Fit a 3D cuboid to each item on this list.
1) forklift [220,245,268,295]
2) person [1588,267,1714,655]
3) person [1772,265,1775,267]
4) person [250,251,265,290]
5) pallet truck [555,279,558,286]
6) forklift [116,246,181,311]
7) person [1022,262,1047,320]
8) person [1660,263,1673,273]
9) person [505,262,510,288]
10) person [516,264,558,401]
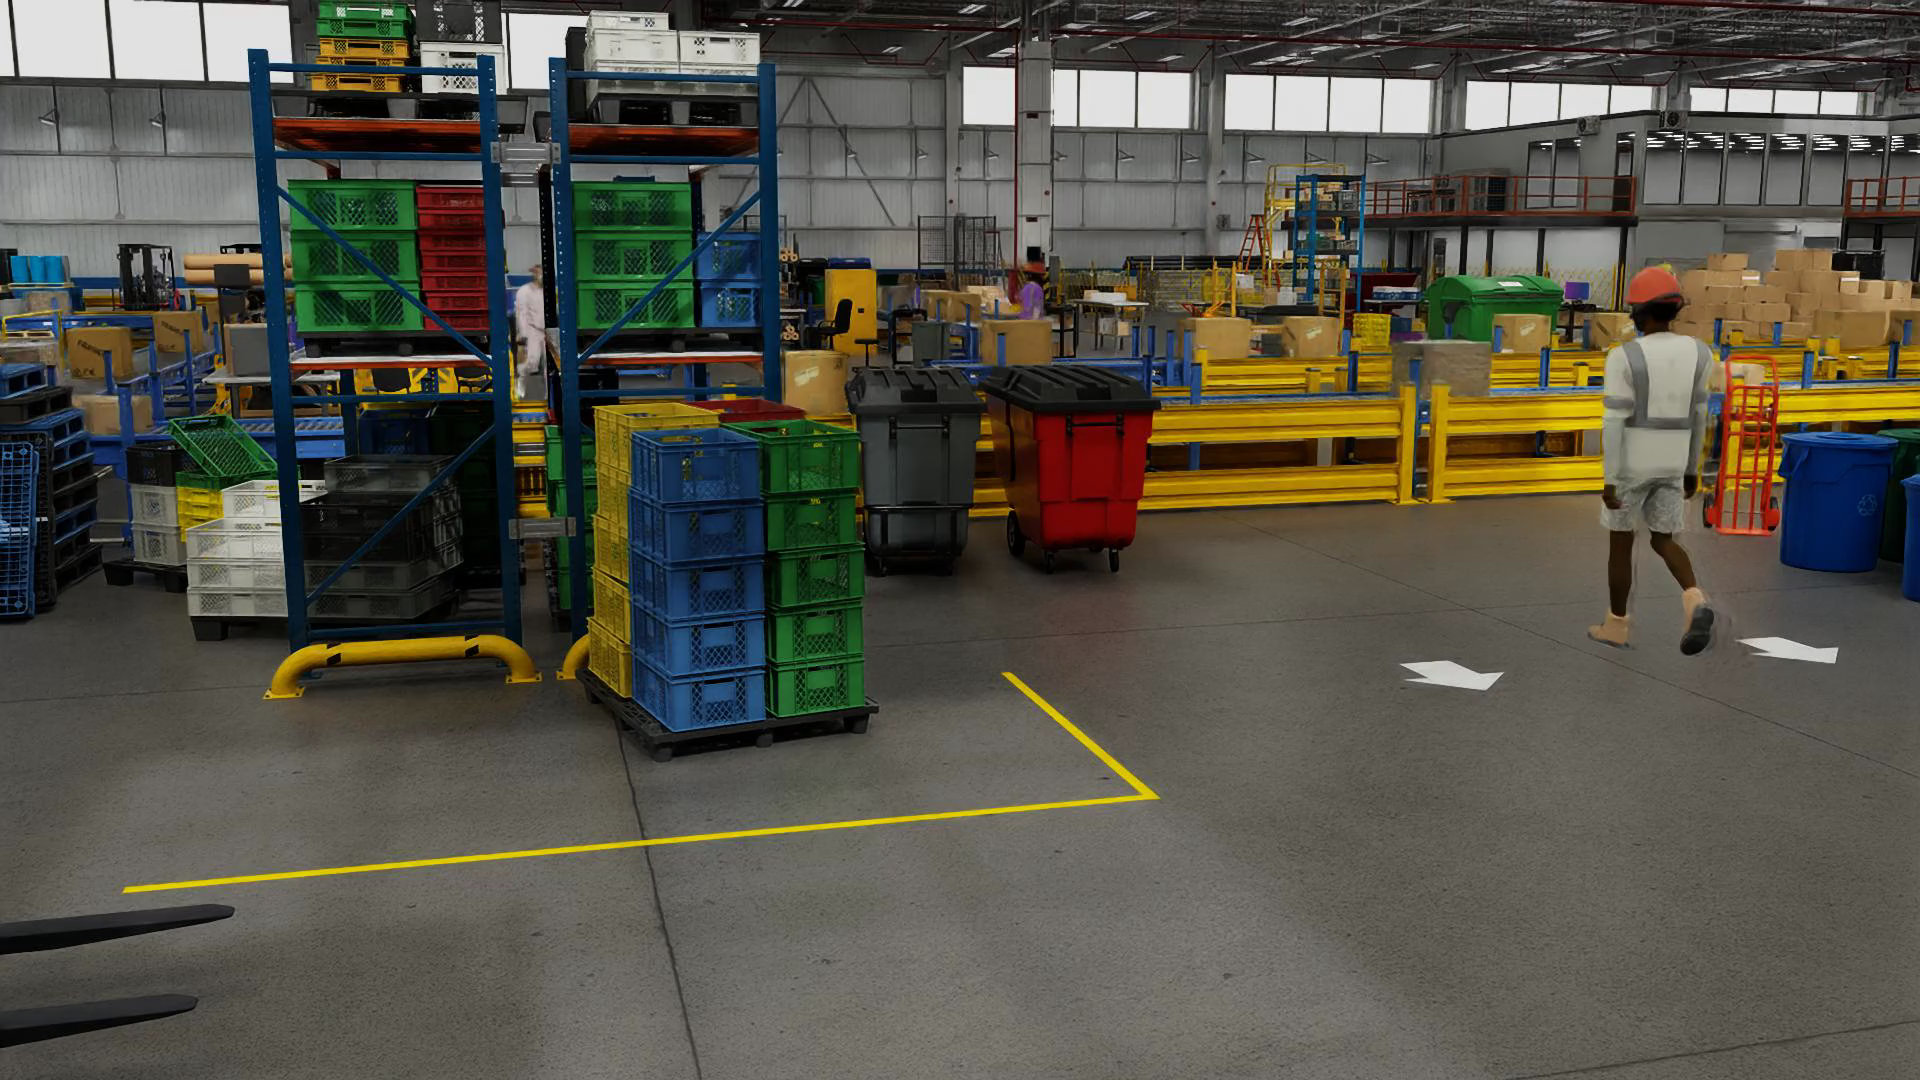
[{"bbox_3d":[-17.749,-6.334,41.440,1.157,1.987,2.680,-3,10,-17],"label":"forklift"},{"bbox_3d":[3.584,-0.386,8.567,0.619,2.028,0.764,-2,10,-10],"label":"person"},{"bbox_3d":[14.852,-4.166,30.196,1.036,1.935,0.656,8,13,39],"label":"person"},{"bbox_3d":[-14.418,-4.899,34.093,0.524,2.029,0.635,-4,11,-22],"label":"person"},{"bbox_3d":[-10.604,-6.375,44.520,0.653,1.274,1.630,-3,10,-15],"label":"pallet truck"},{"bbox_3d":[-19.966,-6.232,40.894,1.157,1.987,2.680,-3,10,-15],"label":"forklift"},{"bbox_3d":[1.179,-3.333,25.647,0.979,1.881,0.567,-5,11,-25],"label":"person"},{"bbox_3d":[13.624,-4.437,32.120,0.599,1.810,0.779,-5,11,-25],"label":"person"},{"bbox_3d":[-10.814,-5.721,39.506,0.310,1.768,0.533,-7,12,-35],"label":"person"},{"bbox_3d":[-5.819,-2.856,22.918,0.638,1.888,0.645,9,14,42],"label":"person"}]
